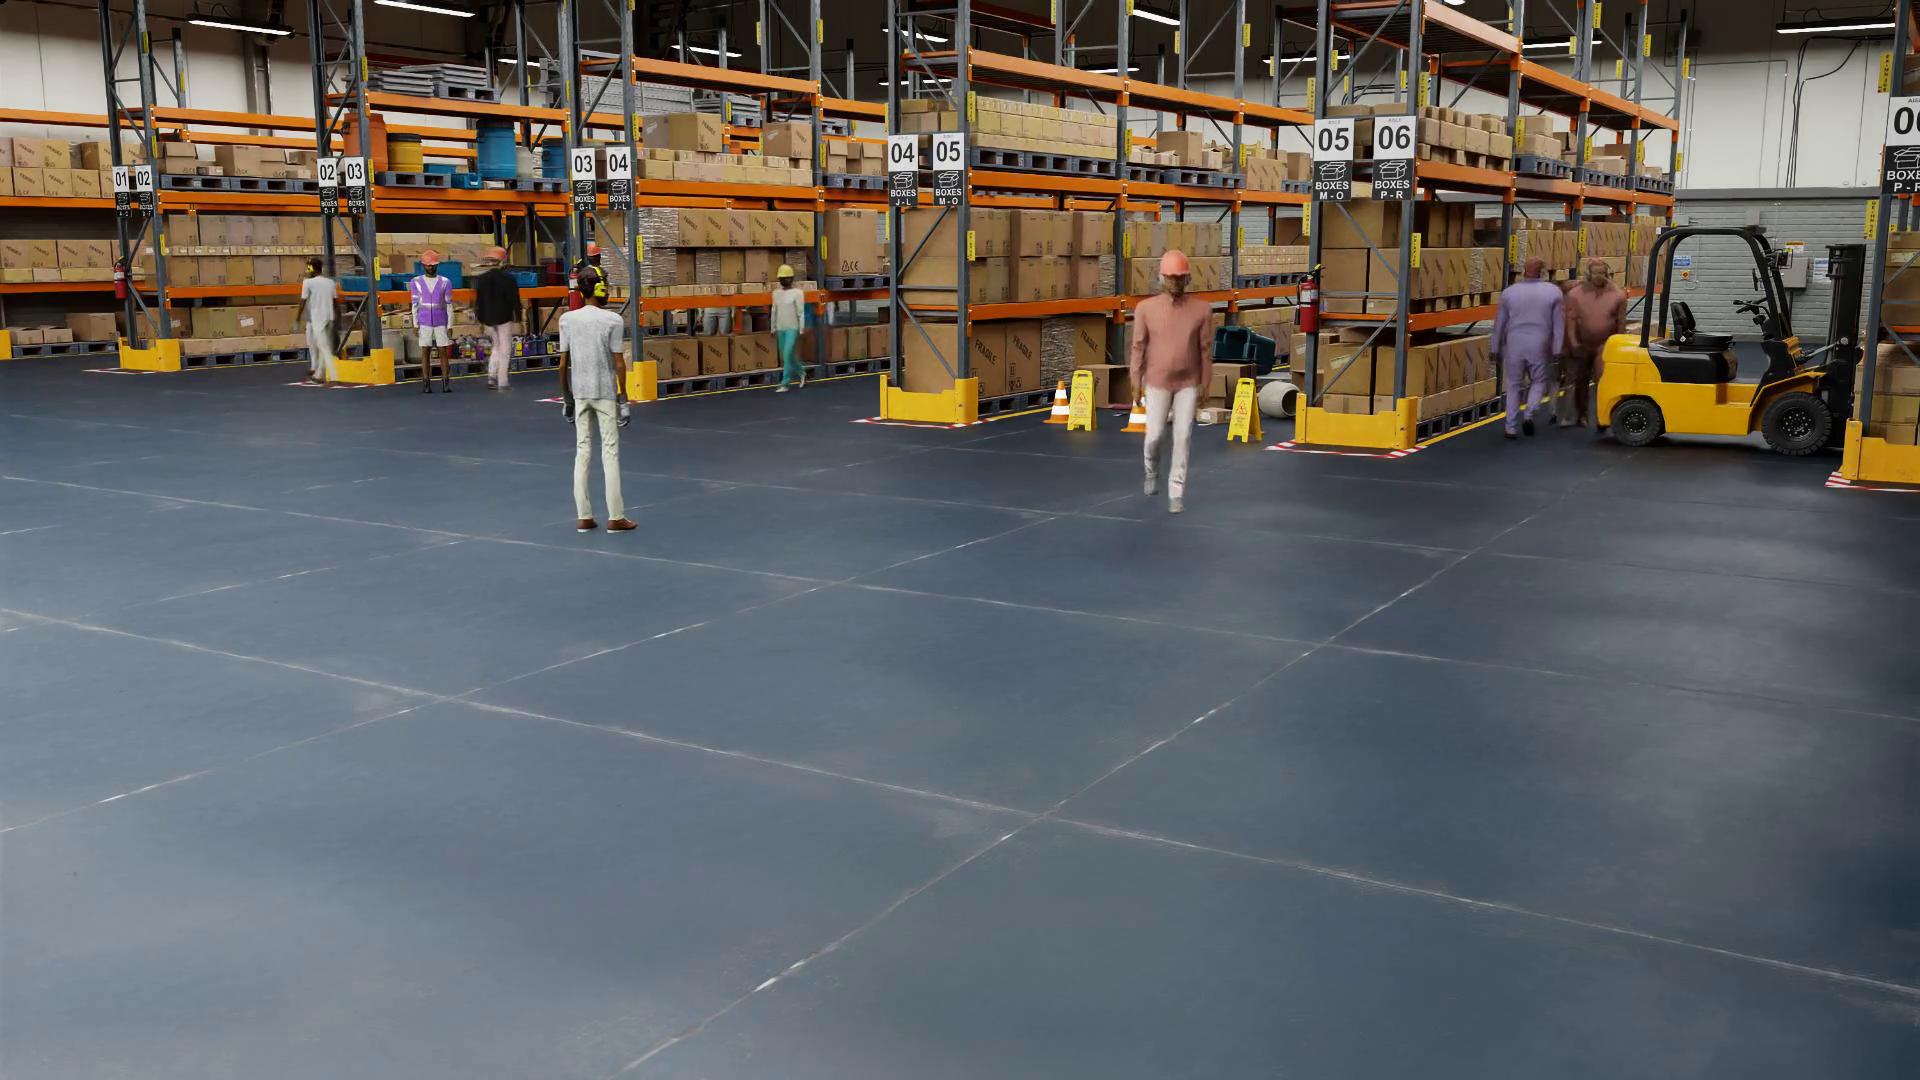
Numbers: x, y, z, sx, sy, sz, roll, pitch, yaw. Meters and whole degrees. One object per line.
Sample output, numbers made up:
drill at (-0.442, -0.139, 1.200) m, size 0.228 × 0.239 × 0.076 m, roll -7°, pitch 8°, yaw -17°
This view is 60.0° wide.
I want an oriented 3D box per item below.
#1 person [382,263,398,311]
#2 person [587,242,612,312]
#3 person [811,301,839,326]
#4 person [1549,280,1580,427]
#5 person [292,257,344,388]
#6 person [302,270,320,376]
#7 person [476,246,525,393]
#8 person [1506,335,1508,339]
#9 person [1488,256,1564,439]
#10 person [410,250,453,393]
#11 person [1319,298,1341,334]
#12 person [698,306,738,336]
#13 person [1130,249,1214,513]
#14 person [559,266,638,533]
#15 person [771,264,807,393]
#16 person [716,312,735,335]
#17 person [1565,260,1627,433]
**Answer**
person at (-11.074, -4.530, 32.204) m, size 0.507 × 1.631 × 0.267 m, roll 7°, pitch 12°, yaw 33°
person at (-5.661, -3.607, 25.918) m, size 0.605 × 2.034 × 0.389 m, roll 6°, pitch 12°, yaw 31°
person at (-2.524, -4.417, 31.053) m, size 0.548 × 1.812 × 0.696 m, roll -1°, pitch 10°, yaw -8°
person at (6.719, -2.058, 18.395) m, size 0.535 × 1.622 × 0.514 m, roll 5°, pitch 11°, yaw 28°
person at (-9.053, -3.058, 23.449) m, size 0.909 × 1.817 × 0.562 m, roll 6°, pitch 12°, yaw 29°
person at (-9.832, -3.323, 25.476) m, size 0.498 × 1.625 × 0.482 m, roll 9°, pitch 13°, yaw 40°
person at (-6.227, -2.975, 22.546) m, size 0.628 × 1.977 × 0.465 m, roll 4°, pitch 11°, yaw 21°
person at (10.721, -4.581, 31.820) m, size 0.562 × 1.889 × 0.871 m, roll -1°, pitch 10°, yaw -6°
person at (5.849, -1.978, 17.202) m, size 0.760 × 1.881 × 0.475 m, roll 4°, pitch 11°, yaw 19°
person at (-7.131, -2.943, 22.509) m, size 0.540 × 1.930 × 0.385 m, roll -3°, pitch 10°, yaw -15°
person at (5.719, -3.513, 25.802) m, size 0.561 × 1.899 × 0.974 m, roll 8°, pitch 13°, yaw 38°
person at (-3.673, -3.438, 25.278) m, size 0.632 × 1.932 × 0.372 m, roll 1°, pitch 10°, yaw 3°
person at (1.607, -1.206, 12.629) m, size 0.617 × 1.979 × 0.542 m, roll 0°, pitch 10°, yaw 0°
person at (-2.555, -0.978, 11.662) m, size 0.513 × 1.866 × 0.331 m, roll 3°, pitch 10°, yaw 14°
person at (-2.326, -2.903, 22.784) m, size 0.533 × 1.739 × 0.760 m, roll 6°, pitch 12°, yaw 32°
person at (-3.796, -3.509, 26.580) m, size 0.515 × 1.586 × 0.842 m, roll 9°, pitch 13°, yaw 40°
person at (6.861, -2.096, 18.001) m, size 0.636 × 1.849 × 1.035 m, roll 4°, pitch 11°, yaw 20°
